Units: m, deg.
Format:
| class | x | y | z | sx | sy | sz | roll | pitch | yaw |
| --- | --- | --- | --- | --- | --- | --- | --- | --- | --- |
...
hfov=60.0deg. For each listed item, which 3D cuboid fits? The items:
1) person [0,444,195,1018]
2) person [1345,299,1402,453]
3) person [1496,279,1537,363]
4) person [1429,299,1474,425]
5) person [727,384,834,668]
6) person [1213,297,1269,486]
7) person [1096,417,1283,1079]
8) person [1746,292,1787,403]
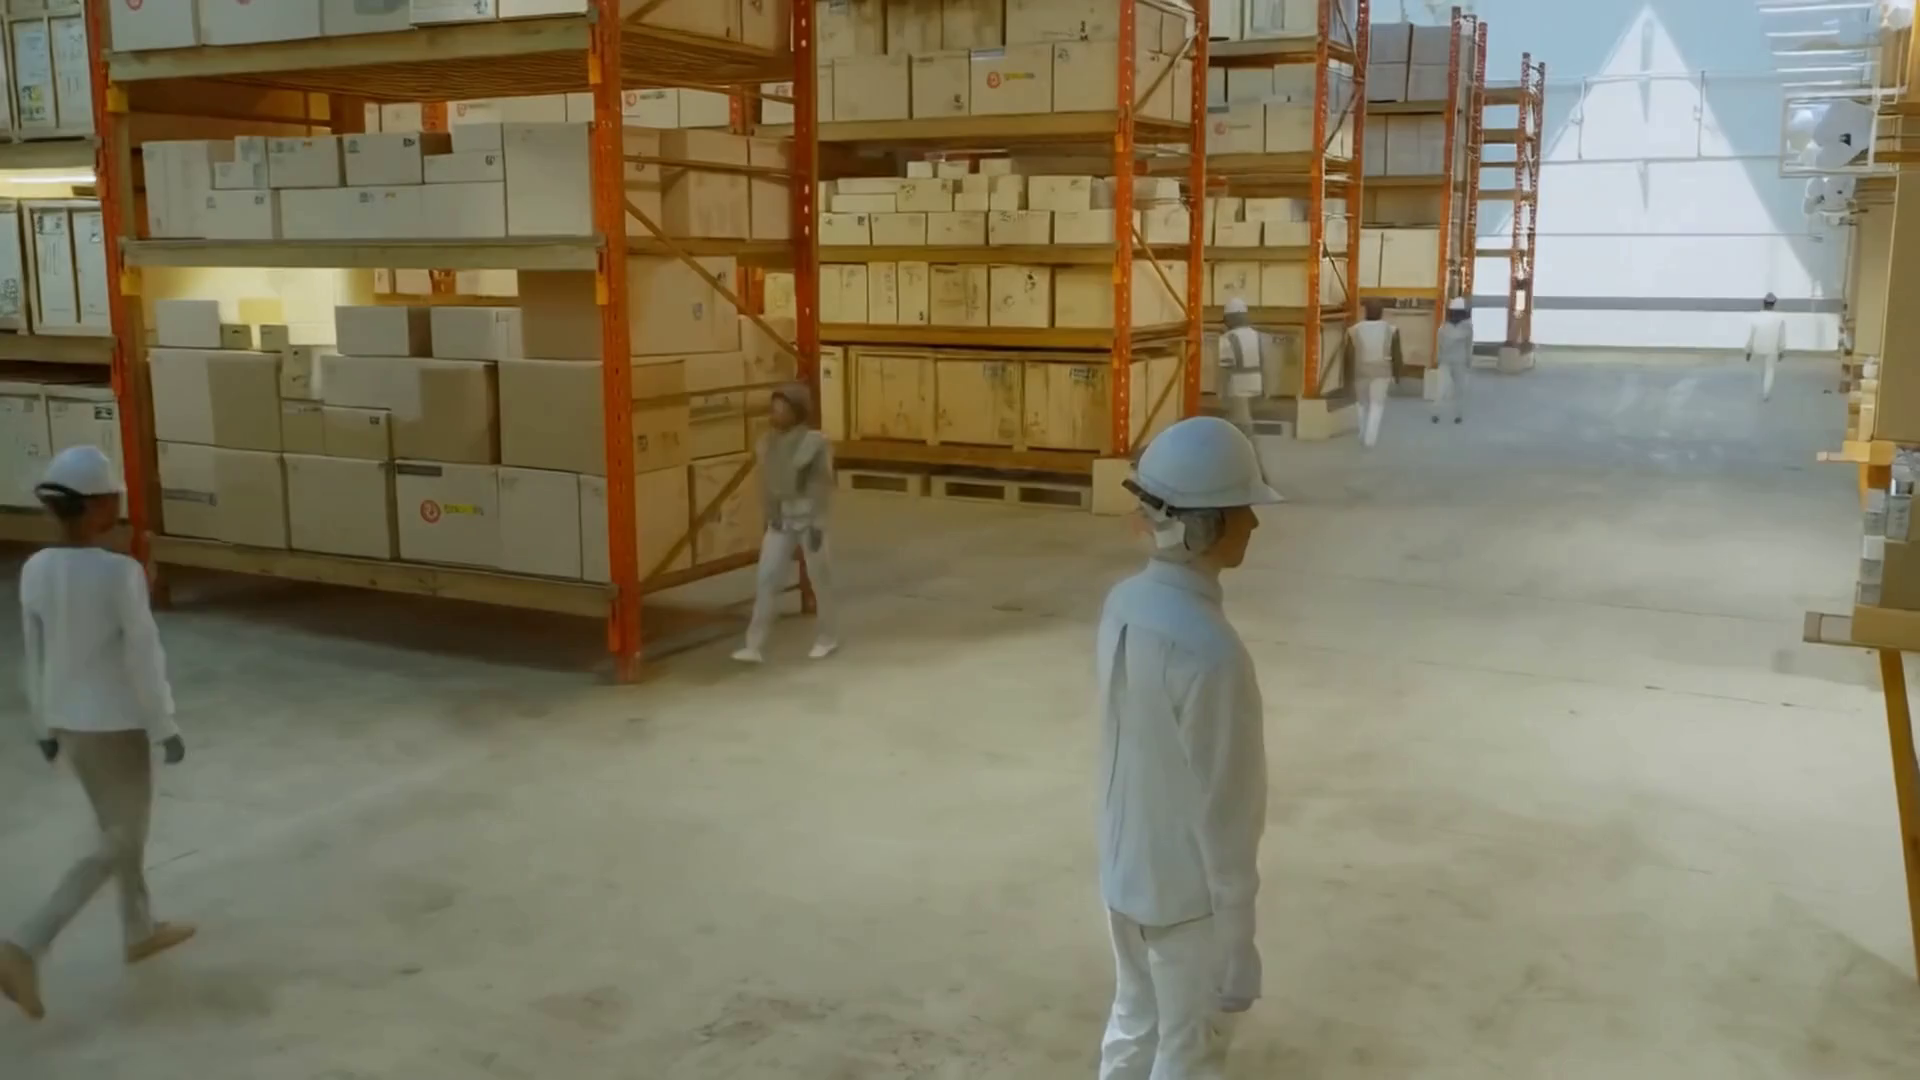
| class | x | y | z | sx | sy | sz | roll | pitch | yaw |
| --- | --- | --- | --- | --- | --- | --- | --- | --- | --- |
| person | -2.761 | 0.576 | 5.204 | 0.531 | 1.740 | 0.736 | 5 | 11 | 28 |
| person | 4.859 | -1.933 | 19.592 | 0.625 | 1.800 | 0.961 | 5 | 11 | 26 |
| person | 11.744 | -4.588 | 34.922 | 0.572 | 1.808 | 0.927 | -5 | 11 | -25 |
| person | 6.684 | -2.399 | 22.535 | 0.502 | 1.705 | 0.852 | 6 | 12 | 32 |
| person | -0.966 | -0.065 | 9.314 | 0.518 | 1.590 | 0.864 | 5 | 11 | 25 |
| person | 2.788 | -1.501 | 16.810 | 0.553 | 1.881 | 0.970 | -7 | 12 | -35 |
| person | 0.481 | 0.732 | 3.567 | 0.376 | 1.995 | 0.609 | -3 | 10 | -17 |
| person | 12.423 | -2.949 | 25.641 | 0.569 | 1.732 | 0.674 | 4 | 11 | 24 |
